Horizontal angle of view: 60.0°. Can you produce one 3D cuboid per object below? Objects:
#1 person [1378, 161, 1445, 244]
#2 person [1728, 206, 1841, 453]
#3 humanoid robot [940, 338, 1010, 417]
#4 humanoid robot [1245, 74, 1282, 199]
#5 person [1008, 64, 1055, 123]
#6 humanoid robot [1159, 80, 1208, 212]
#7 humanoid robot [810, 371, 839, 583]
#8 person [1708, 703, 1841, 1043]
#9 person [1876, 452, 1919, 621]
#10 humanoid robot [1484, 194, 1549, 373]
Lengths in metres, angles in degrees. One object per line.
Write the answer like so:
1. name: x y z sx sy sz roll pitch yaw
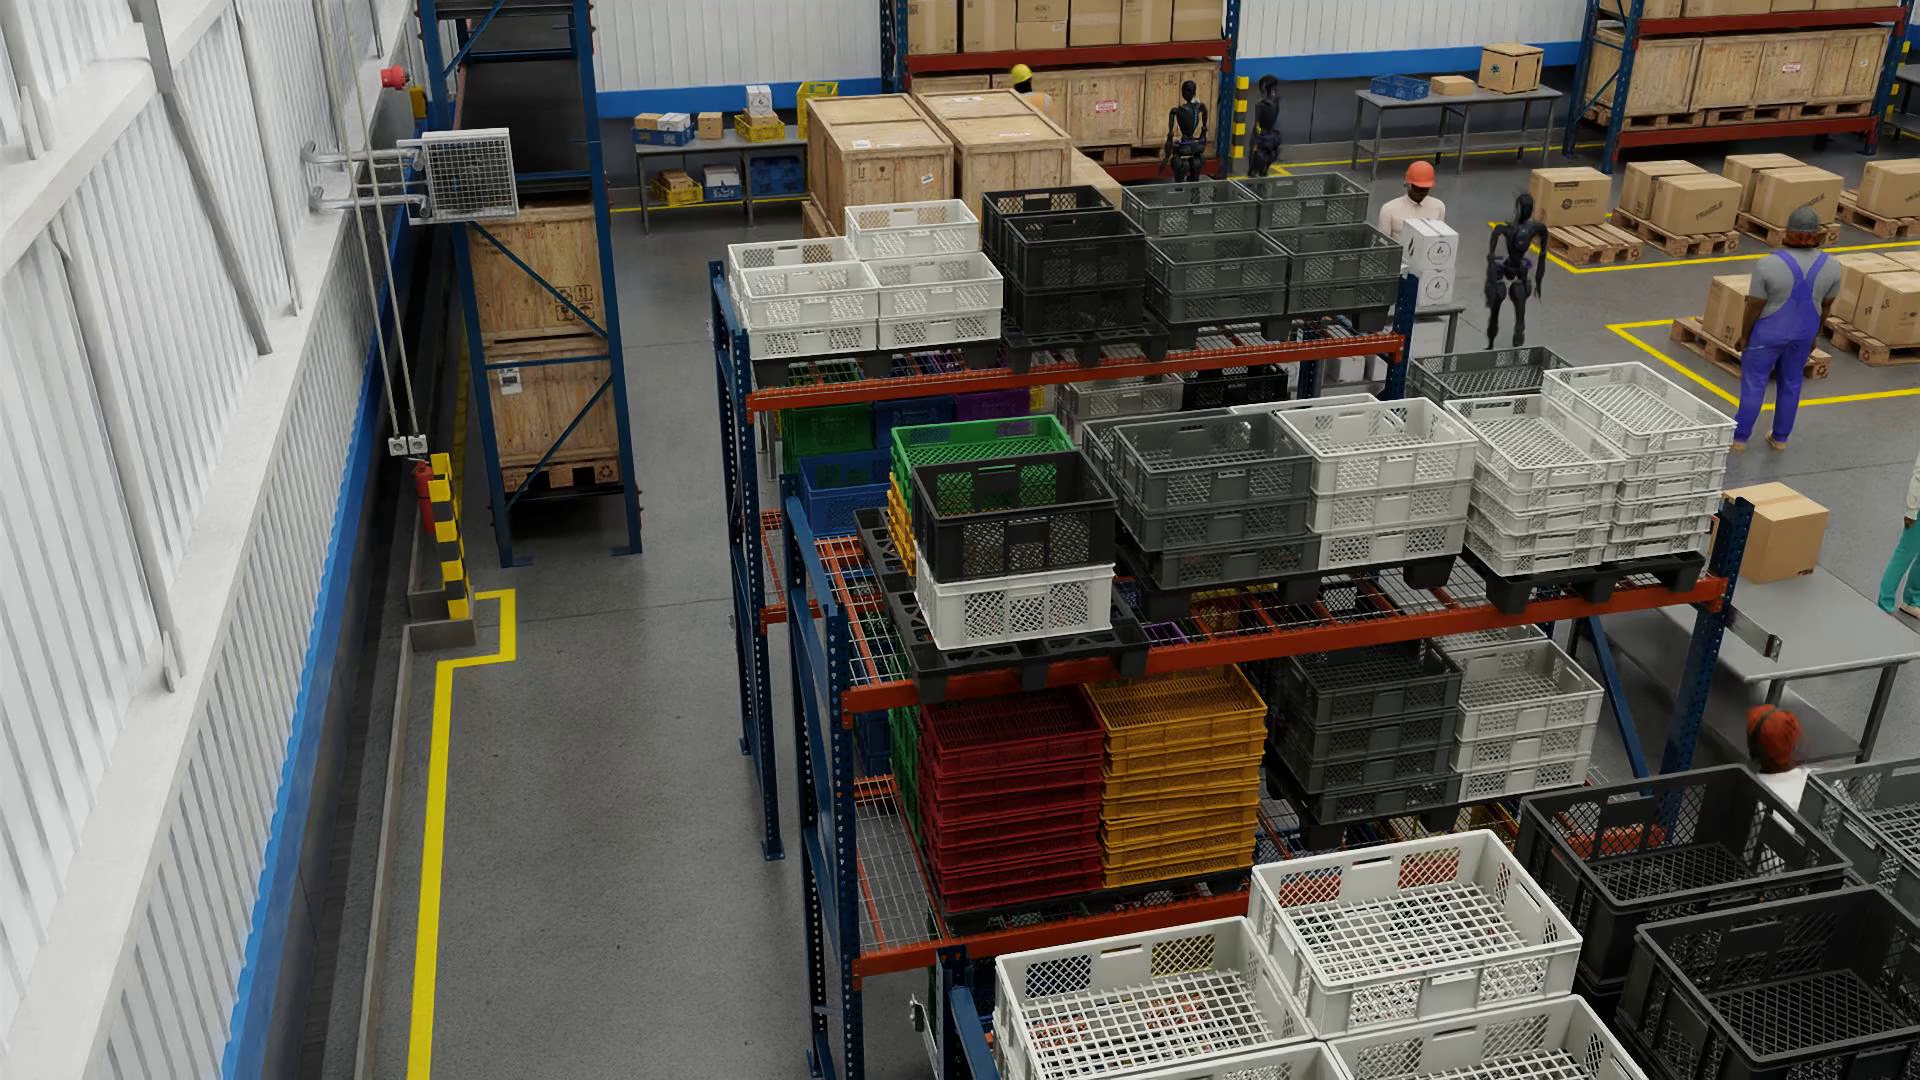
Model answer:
1. person: 3.952 -2.380 14.726 0.617 1.987 0.402 -5 28 -9
2. person: 6.555 -1.688 13.350 0.681 2.000 0.537 0 28 1
3. humanoid robot: 0.110 -1.083 12.575 0.601 1.658 0.324 4 28 7
4. humanoid robot: 3.485 -4.542 19.155 0.462 1.639 0.625 23 36 37
5. person: 0.735 -4.331 18.525 0.614 1.888 0.449 -15 31 -26
6. humanoid robot: 2.549 -4.352 18.782 0.601 1.652 0.328 -15 31 -26
7. humanoid robot: -0.855 -0.364 11.224 0.379 1.643 0.610 -4 28 -7
8. person: 3.533 1.578 7.336 0.620 1.861 0.537 -3 28 -6
9. person: 6.396 -0.216 10.849 0.533 1.767 0.316 -9 29 -16
10. humanoid robot: 4.982 -2.306 14.945 0.584 1.625 0.750 3 28 5
